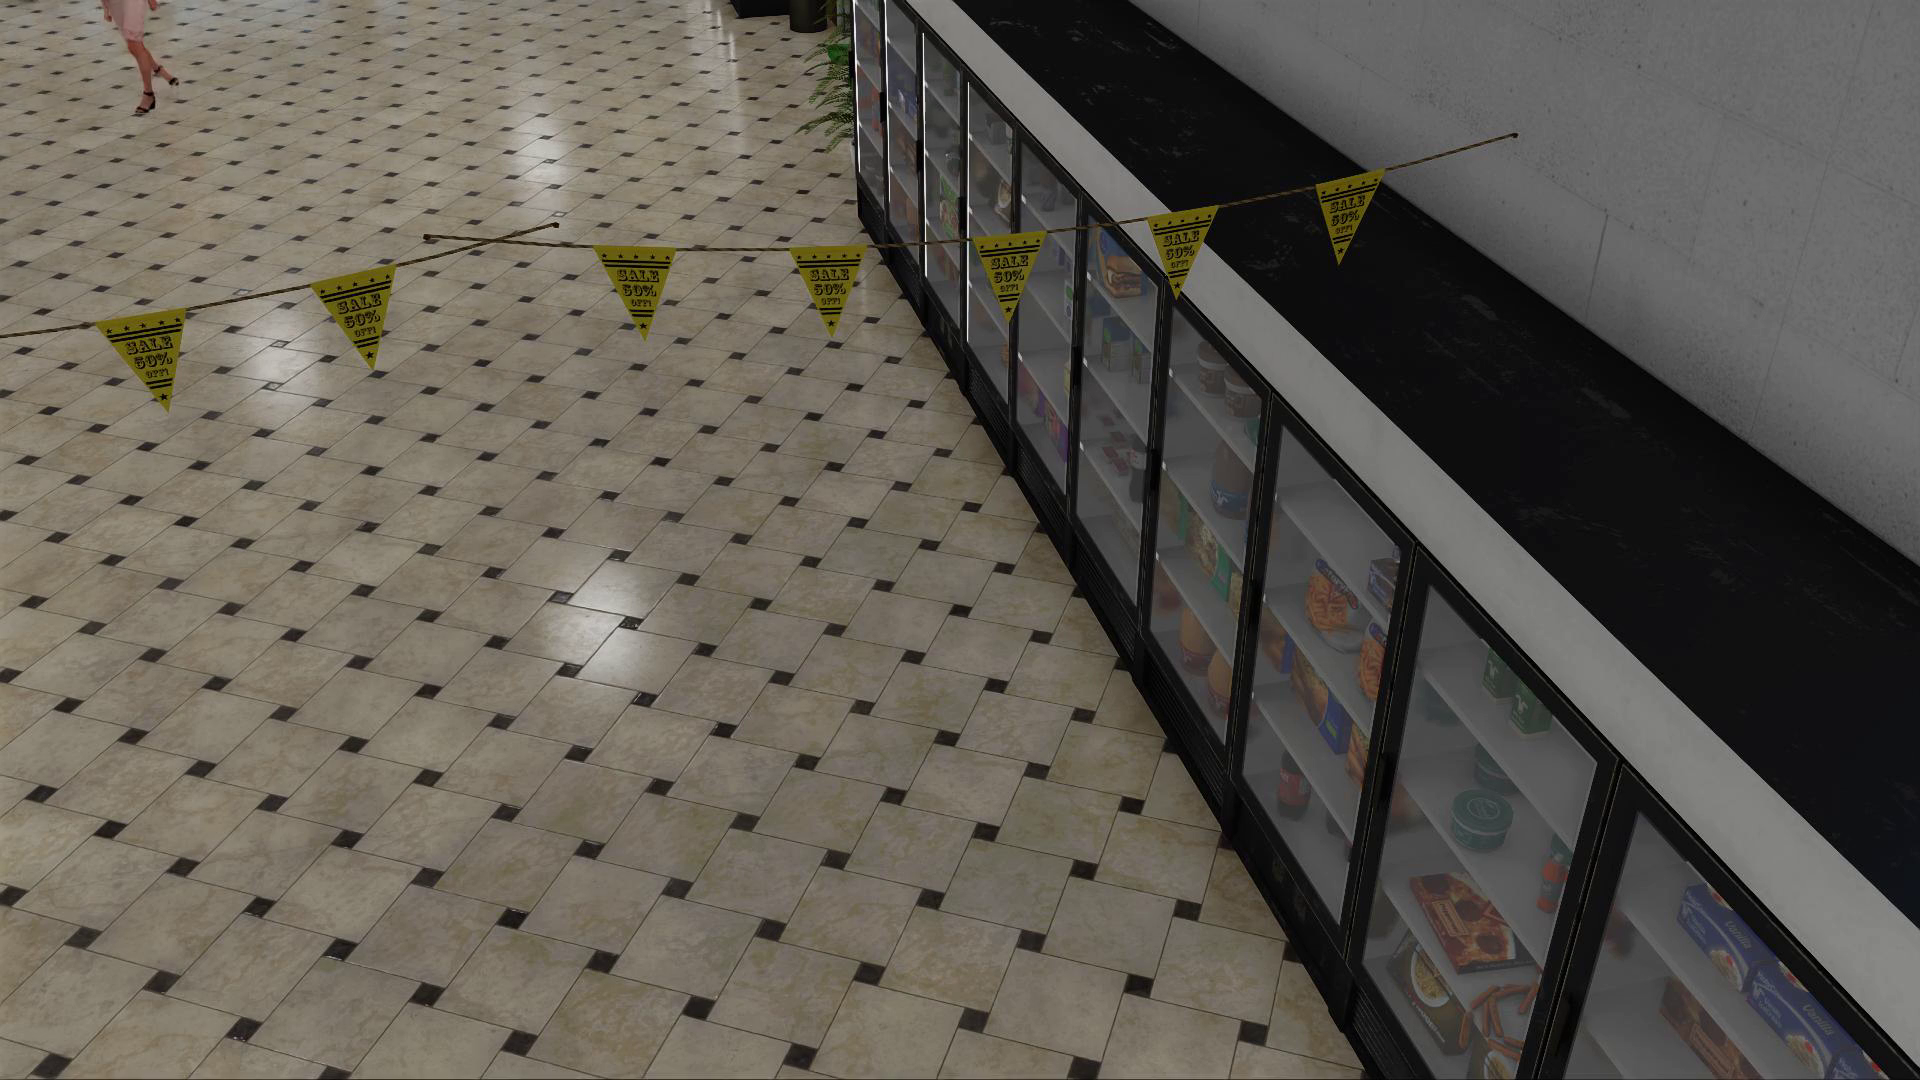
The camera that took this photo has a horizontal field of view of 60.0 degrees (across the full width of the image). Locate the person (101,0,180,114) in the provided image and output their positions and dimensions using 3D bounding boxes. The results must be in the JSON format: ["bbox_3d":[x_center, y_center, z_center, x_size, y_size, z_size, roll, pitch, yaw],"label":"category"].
[{"bbox_3d":[-7.184,-4.648,14.427,0.997,1.788,0.844,-1,32,-2],"label":"person"}]
